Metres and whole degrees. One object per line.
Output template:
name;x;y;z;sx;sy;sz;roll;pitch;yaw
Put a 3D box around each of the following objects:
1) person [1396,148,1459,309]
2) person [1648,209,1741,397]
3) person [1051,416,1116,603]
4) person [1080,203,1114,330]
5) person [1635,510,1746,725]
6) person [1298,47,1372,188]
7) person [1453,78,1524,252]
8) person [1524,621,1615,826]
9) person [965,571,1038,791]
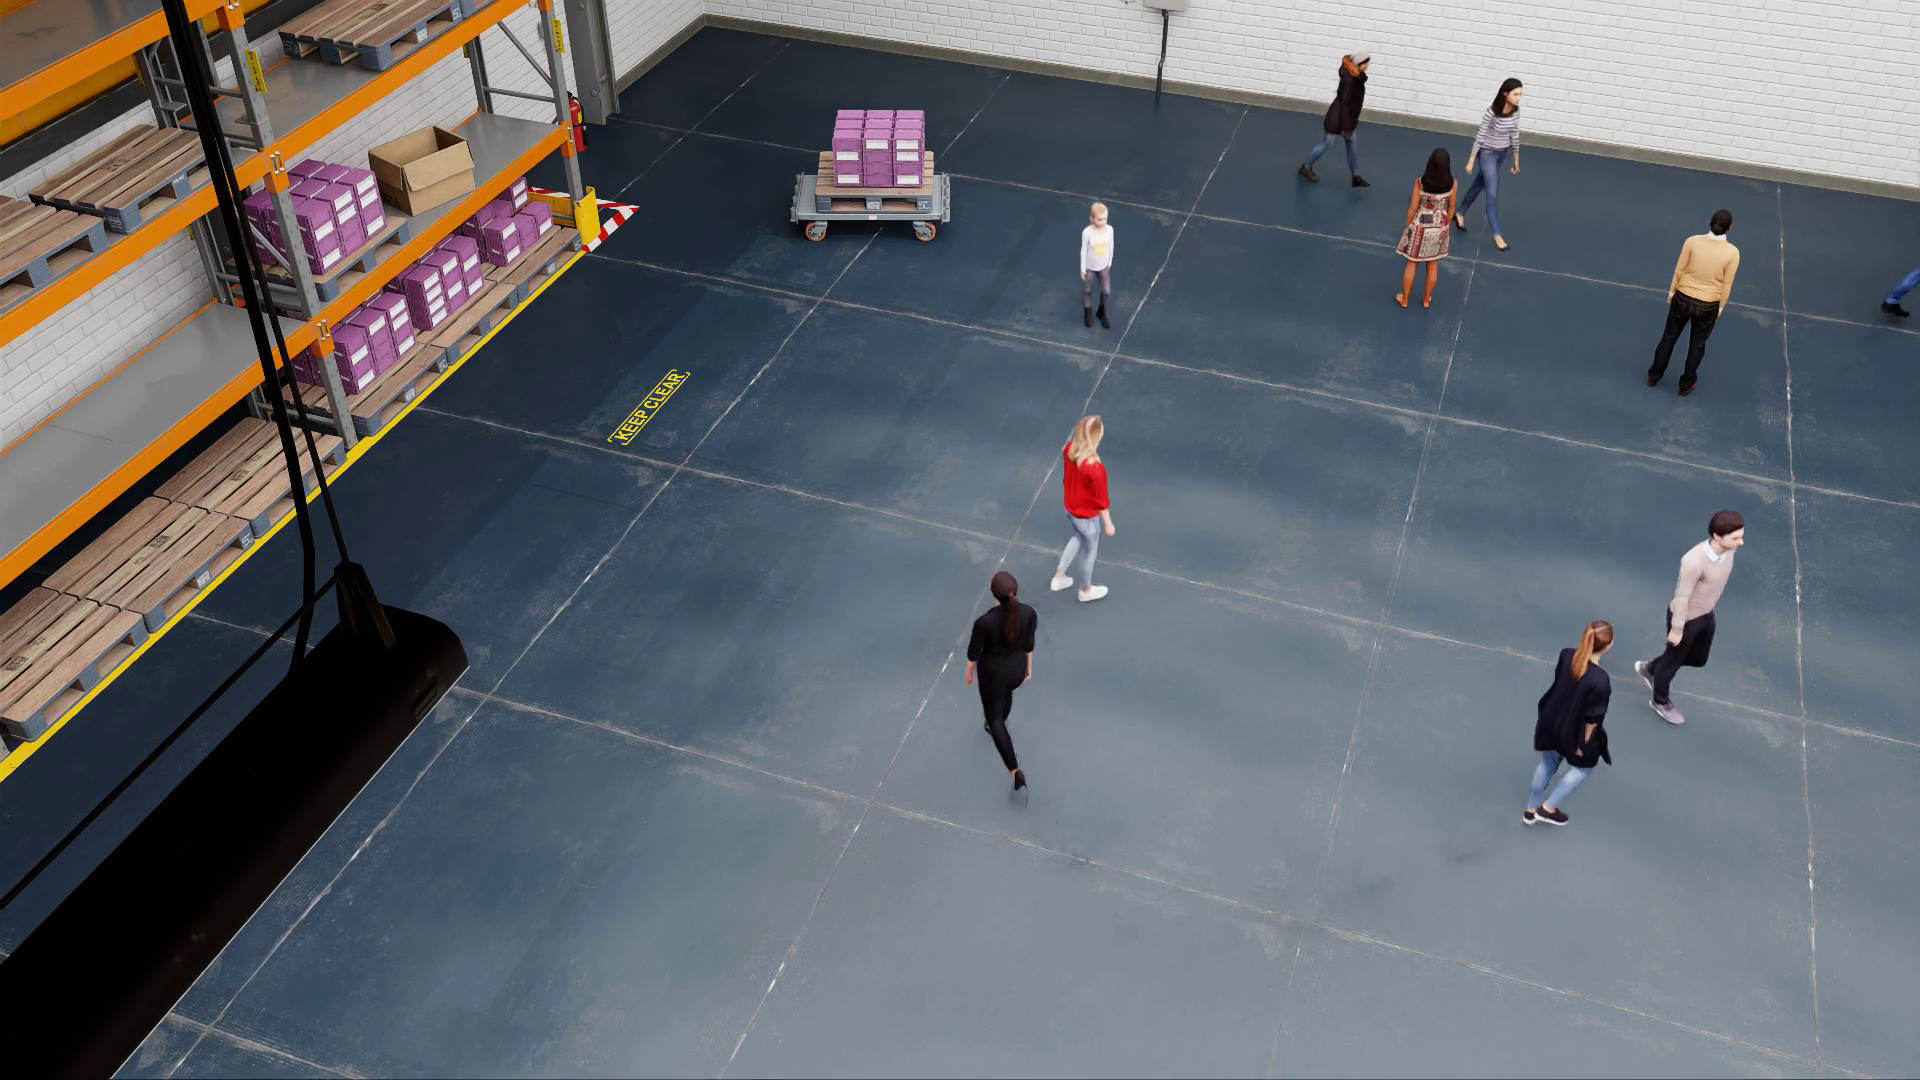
person;4.463;-2.977;15.875;0.712;1.645;0.652;0;39;1
person;6.506;-2.106;14.700;0.701;1.750;0.654;23;44;26
person;0.873;-0.183;12.334;0.847;1.699;0.789;-18;42;-21
person;1.256;-2.625;15.737;0.593;1.268;0.641;-8;39;-10
person;4.974;0.472;11.431;0.821;1.802;0.881;-23;44;-26
person;4.036;-4.554;17.889;0.862;1.596;1.059;18;42;22
person;5.332;-3.870;16.912;1.112;1.747;1.130;-19;42;-22
person;3.802;1.221;10.599;0.856;1.670;0.794;-13;40;-16
person;0.303;0.948;10.972;1.026;1.631;1.109;-15;41;-18
